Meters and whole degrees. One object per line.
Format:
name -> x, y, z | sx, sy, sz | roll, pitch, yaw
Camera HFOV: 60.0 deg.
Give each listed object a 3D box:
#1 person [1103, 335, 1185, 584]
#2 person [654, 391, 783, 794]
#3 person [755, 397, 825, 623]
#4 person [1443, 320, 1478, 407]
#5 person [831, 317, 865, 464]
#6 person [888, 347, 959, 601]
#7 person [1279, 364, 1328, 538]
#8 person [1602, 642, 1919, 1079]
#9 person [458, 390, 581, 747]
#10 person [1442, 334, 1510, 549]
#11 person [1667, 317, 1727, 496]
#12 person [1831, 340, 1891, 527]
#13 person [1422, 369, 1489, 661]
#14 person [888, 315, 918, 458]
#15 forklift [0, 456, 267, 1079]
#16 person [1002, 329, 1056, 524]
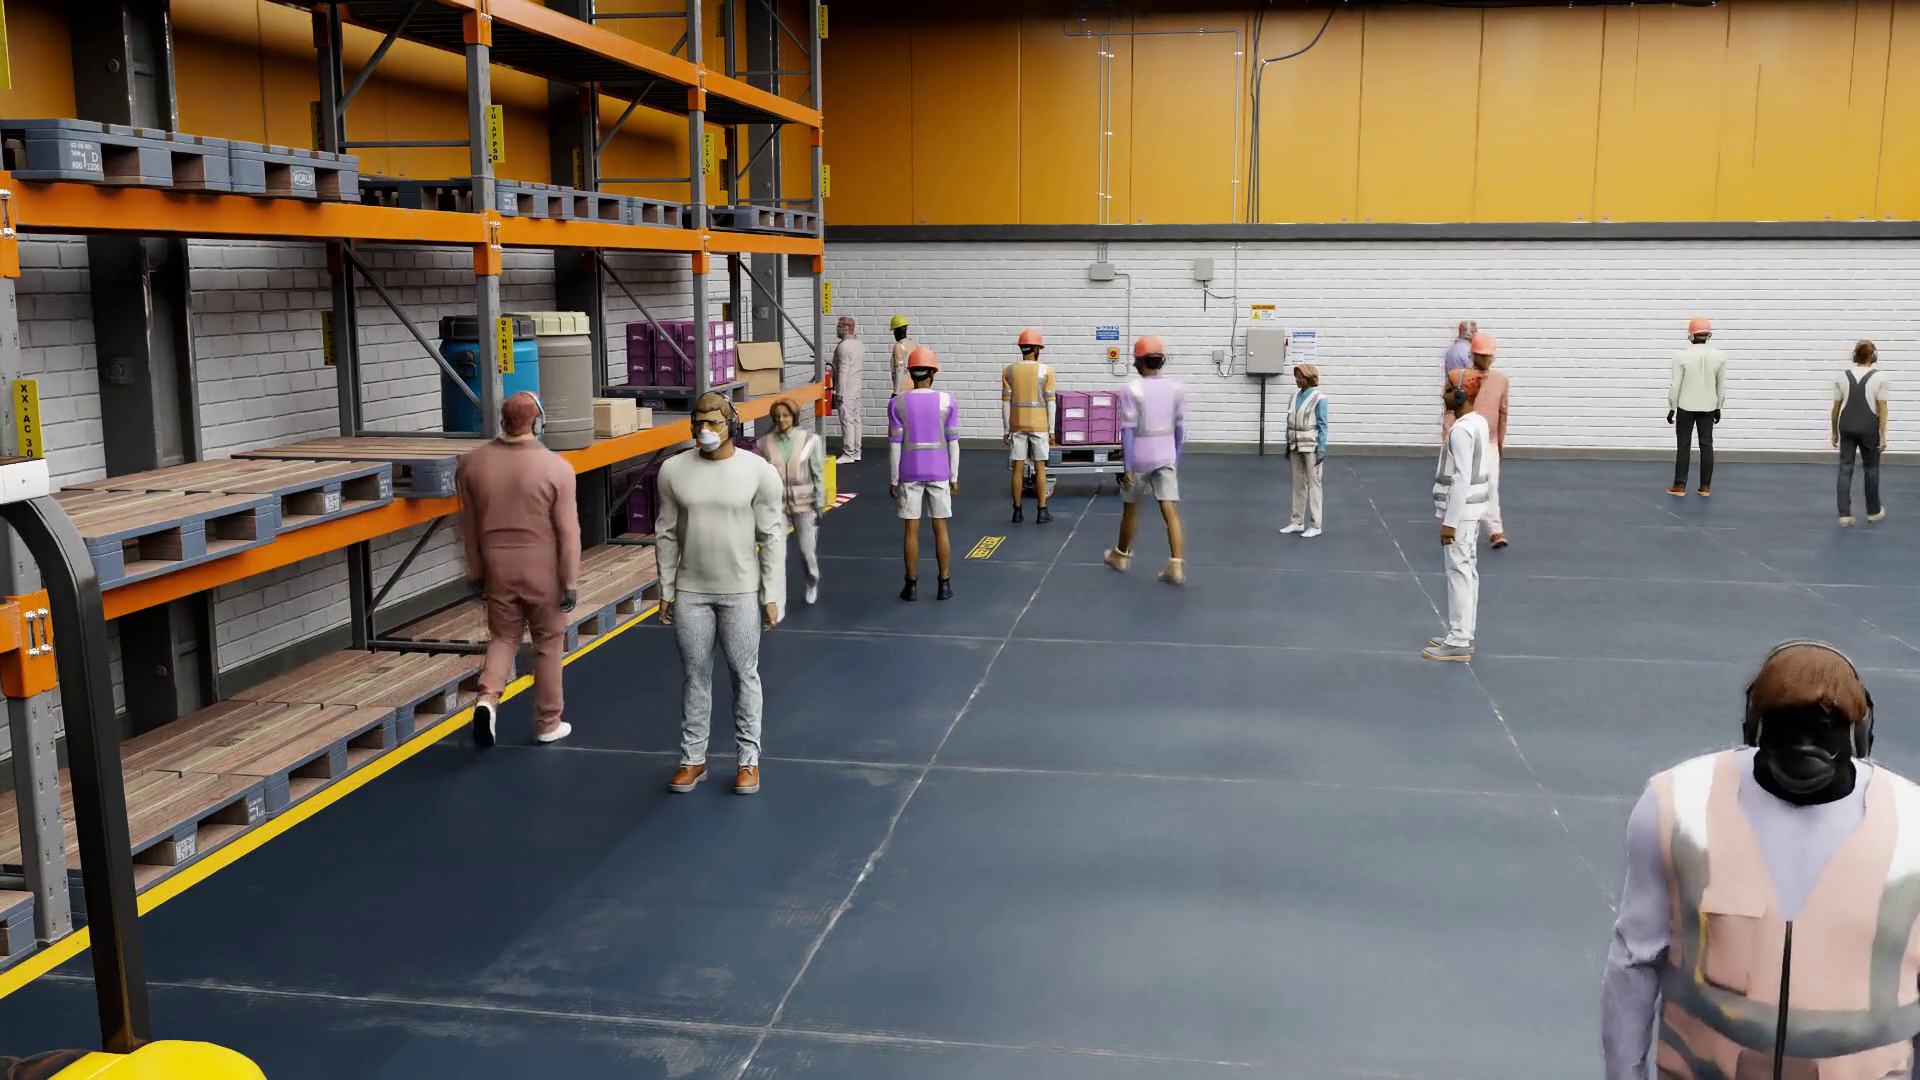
person -> 1.544, -0.663, 13.523 | 0.631, 1.981, 1.063 | -4, 10, -22
person -> -1.158, 0.256, 7.984 | 0.627, 1.940, 0.372 | 1, 9, 7
person -> -1.220, -0.245, 12.070 | 0.517, 1.614, 0.704 | 0, 9, 3
person -> 6.363, -1.786, 20.751 | 0.670, 1.885, 0.649 | 0, 9, 1
person -> -1.480, -1.945, 21.655 | 0.409, 1.907, 0.651 | 3, 10, 17
person -> -0.277, -0.494, 12.642 | 0.542, 1.928, 0.374 | -1, 9, -4
person -> 3.260, -0.845, 15.696 | 0.310, 1.638, 0.523 | -5, 10, -28
person -> 1.642, 1.071, 3.366 | 0.635, 1.812, 0.878 | 5, 10, 28
person -> -2.274, 0.171, 8.640 | 0.659, 1.893, 0.624 | 2, 9, 10
person -> 4.710, -0.912, 15.198 | 0.657, 1.934, 1.056 | -1, 9, -5
person -> 8.187, -1.475, 18.517 | 0.618, 1.999, 0.419 | 0, 9, 2
person -> 8.898, -1.052, 16.397 | 0.762, 1.820, 0.542 | -9, 13, -44
person -> 3.218, -0.162, 10.734 | 0.350, 1.882, 0.583 | 5, 10, 26
person -> -0.767, -2.028, 22.140 | 0.382, 1.917, 0.585 | 3, 10, 20
forklift -> -2.328, 0.975, 2.765 | 2.313, 2.155, 1.214 | 1, 9, 9
person -> 0.690, -1.122, 16.510 | 0.542, 1.931, 0.375 | 3, 10, 16
